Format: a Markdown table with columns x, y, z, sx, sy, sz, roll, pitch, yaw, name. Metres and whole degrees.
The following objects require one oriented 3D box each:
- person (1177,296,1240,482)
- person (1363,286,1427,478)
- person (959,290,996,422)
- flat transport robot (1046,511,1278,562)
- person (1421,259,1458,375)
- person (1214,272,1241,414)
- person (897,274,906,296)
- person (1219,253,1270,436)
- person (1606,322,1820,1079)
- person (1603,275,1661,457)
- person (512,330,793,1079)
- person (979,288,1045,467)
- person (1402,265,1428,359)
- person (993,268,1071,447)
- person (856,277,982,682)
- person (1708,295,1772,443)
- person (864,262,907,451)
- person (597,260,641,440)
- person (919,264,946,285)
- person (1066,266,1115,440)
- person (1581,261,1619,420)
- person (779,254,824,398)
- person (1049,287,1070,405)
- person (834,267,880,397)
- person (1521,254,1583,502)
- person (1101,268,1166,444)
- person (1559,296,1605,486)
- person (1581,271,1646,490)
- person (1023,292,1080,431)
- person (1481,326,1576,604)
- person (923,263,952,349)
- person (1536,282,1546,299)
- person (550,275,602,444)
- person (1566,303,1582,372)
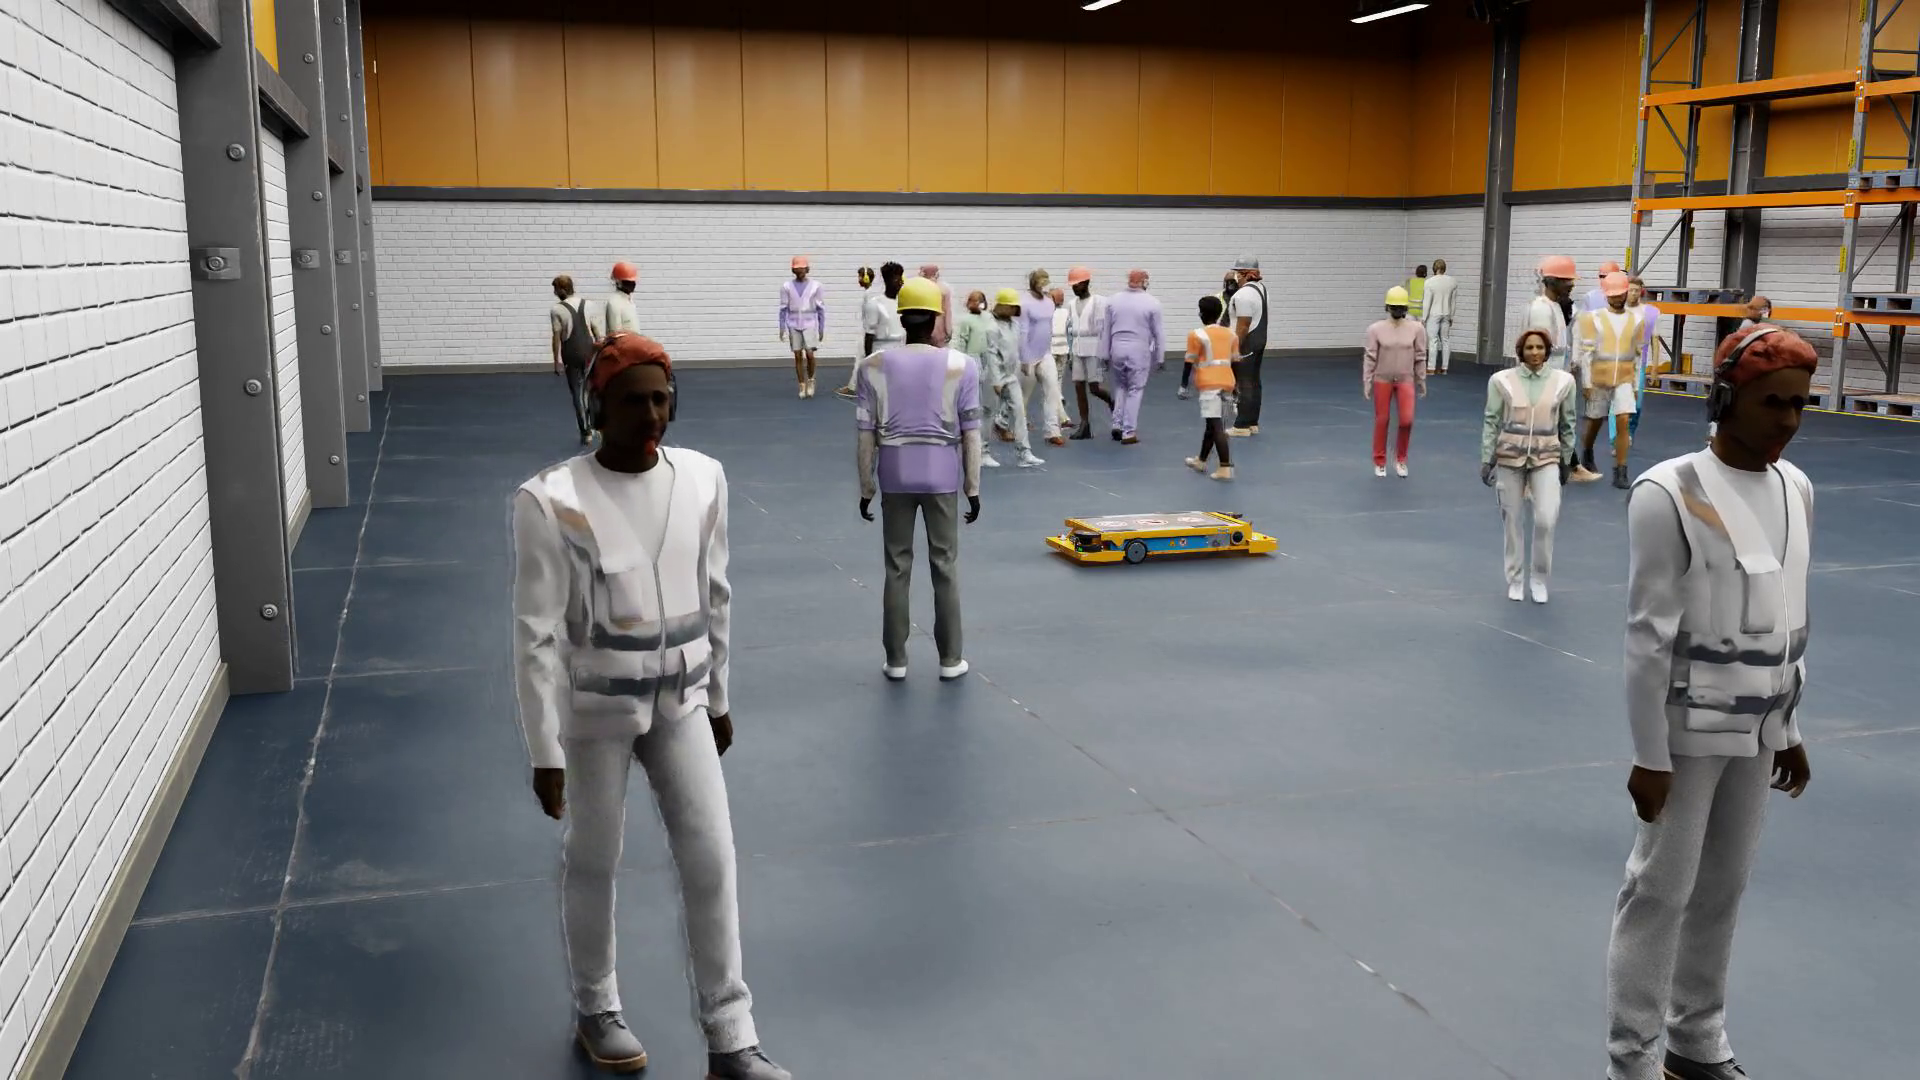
| x | y | z | sx | sy | sz | roll | pitch | yaw | name |
| --- | --- | --- | --- | --- | --- | --- | --- | --- | --- |
| 2.243 | -1.378 | 15.079 | 0.544 | 1.645 | 0.850 | -7 | 12 | -34 | person |
| 3.938 | -1.418 | 15.052 | 0.594 | 1.739 | 0.554 | 1 | 10 | 6 | person |
| 0.150 | -2.250 | 20.294 | 0.781 | 1.598 | 0.496 | 8 | 13 | 39 | person |
| 1.366 | -0.035 | 11.305 | 1.431 | 0.197 | 0.652 | -3 | 10 | -17 | flat transport robot |
| 8.014 | -3.732 | 27.886 | 0.627 | 1.940 | 0.372 | -3 | 10 | -17 | person |
| 3.407 | -2.445 | 20.838 | 0.643 | 1.797 | 0.949 | 2 | 10 | 14 | person |
| -0.889 | -2.975 | 23.999 | 0.330 | 1.767 | 0.528 | 8 | 13 | 39 | person |
| 3.156 | -2.186 | 18.637 | 0.537 | 2.000 | 0.678 | 5 | 11 | 28 | person |
| 1.741 | 0.450 | 3.827 | 0.573 | 1.886 | 0.353 | -6 | 11 | -31 | person |
| 6.738 | -1.762 | 16.810 | 0.578 | 1.826 | 0.622 | 4 | 10 | 20 | person |
| -0.720 | 0.447 | 3.946 | 0.619 | 1.846 | 0.876 | -8 | 12 | -38 | person |
| 0.467 | -1.517 | 15.725 | 0.808 | 1.700 | 0.505 | 8 | 13 | 38 | person |
| 8.717 | -4.327 | 31.671 | 0.652 | 1.830 | 0.706 | 5 | 11 | 27 | person |
| 0.736 | -1.949 | 17.722 | 0.627 | 1.901 | 0.996 | -9 | 13 | -43 | person |
| -0.194 | -0.281 | 7.945 | 0.594 | 1.922 | 0.386 | 0 | 10 | 2 | person |
| 8.241 | -1.762 | 17.465 | 0.664 | 1.591 | 0.518 | 8 | 12 | 37 | person |
| -0.604 | -1.827 | 16.831 | 0.790 | 1.940 | 0.634 | 8 | 12 | 37 | person |
| -3.474 | -1.862 | 16.965 | 0.566 | 1.971 | 0.638 | 0 | 10 | 2 | person |
| -0.378 | -3.277 | 25.439 | 0.693 | 1.877 | 0.667 | 7 | 12 | 34 | person |
| 1.457 | -2.056 | 18.296 | 0.694 | 1.903 | 0.589 | -9 | 14 | -44 | person |
| 7.899 | -2.442 | 20.415 | 0.375 | 1.939 | 0.546 | -8 | 12 | -38 | person |
| -2.228 | -2.981 | 23.283 | 0.621 | 2.023 | 0.505 | 0 | 10 | 3 | person |
| 1.191 | -2.321 | 20.619 | 0.521 | 1.620 | 0.554 | -4 | 11 | -23 | person |
| -1.378 | -2.924 | 23.510 | 0.896 | 1.825 | 0.561 | 2 | 10 | 12 | person |
| 4.784 | -1.297 | 13.553 | 0.487 | 2.026 | 0.632 | 6 | 12 | 33 | person |
| 1.866 | -1.963 | 17.817 | 0.670 | 1.884 | 0.541 | 7 | 12 | 34 | person |
| 5.276 | -1.310 | 14.641 | 0.759 | 1.655 | 0.542 | 2 | 10 | 9 | person |
| 5.734 | -1.427 | 14.724 | 0.542 | 1.895 | 0.931 | 1 | 10 | 6 | person |
| 0.985 | -2.006 | 18.873 | 0.849 | 1.591 | 0.500 | 7 | 12 | 36 | person |
| 3.291 | -0.428 | 9.659 | 0.531 | 1.619 | 0.502 | 3 | 10 | 16 | person |
| -0.410 | -3.020 | 23.882 | 0.660 | 1.889 | 0.448 | 4 | 11 | 23 | person |
| 10.081 | -3.744 | 28.232 | 0.430 | 1.845 | 0.619 | -6 | 12 | -32 | person |
| -4.140 | -1.936 | 17.884 | 0.584 | 1.805 | 0.618 | -8 | 12 | -38 | person |
| 6.701 | -2.104 | 18.818 | 0.598 | 1.814 | 0.628 | 4 | 11 | 22 | person |
